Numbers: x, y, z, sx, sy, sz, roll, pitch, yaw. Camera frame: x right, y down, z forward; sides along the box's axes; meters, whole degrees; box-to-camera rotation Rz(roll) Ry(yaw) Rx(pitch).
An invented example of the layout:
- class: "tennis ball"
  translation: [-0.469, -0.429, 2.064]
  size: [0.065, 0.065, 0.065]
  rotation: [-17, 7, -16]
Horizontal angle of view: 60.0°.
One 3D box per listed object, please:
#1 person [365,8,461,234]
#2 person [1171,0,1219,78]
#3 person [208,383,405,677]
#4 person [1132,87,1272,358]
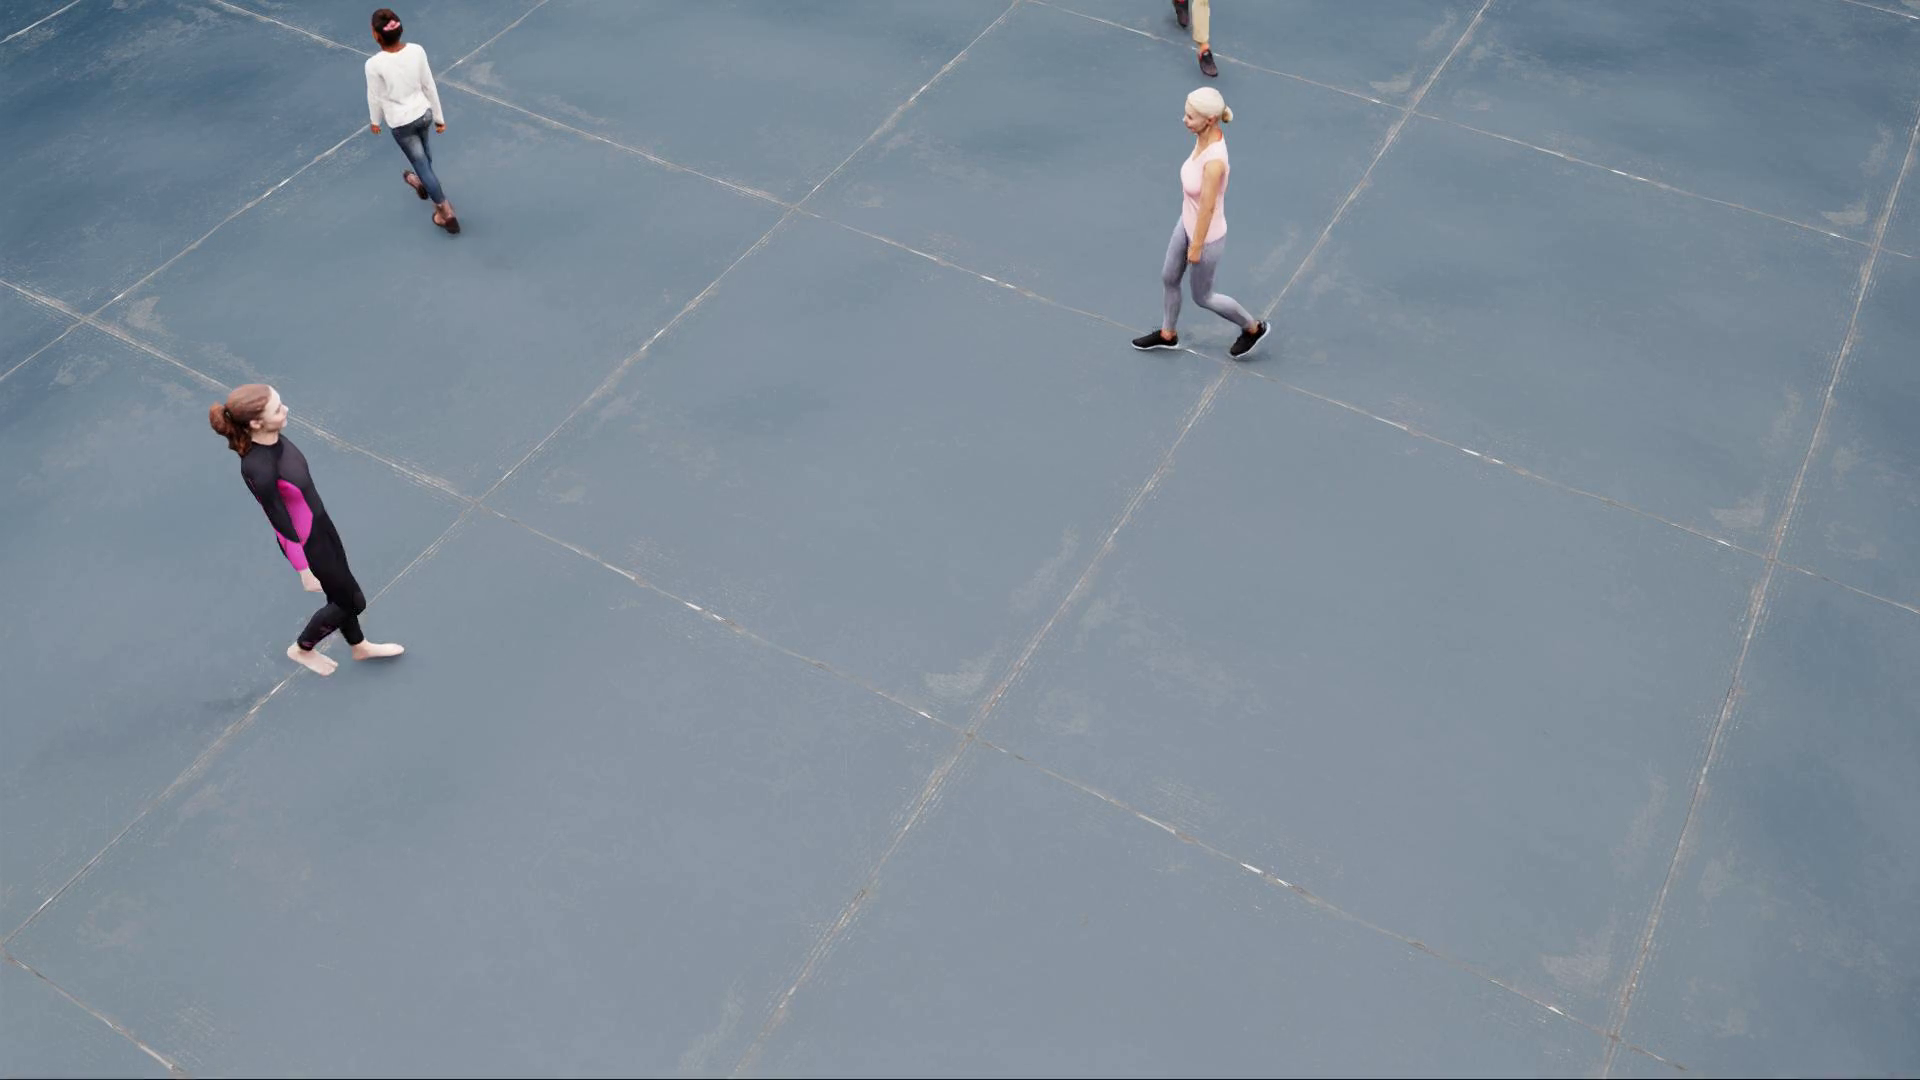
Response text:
- class: "person"
  translation: [-3.224, -2.459, 9.867]
  size: [0.928, 1.429, 0.657]
  rotation: [34, 56, 27]
- class: "person"
  translation: [1.650, -4.131, 11.144]
  size: [1.080, 1.826, 1.217]
  rotation: [-17, 50, -15]
- class: "person"
  translation: [-2.964, 0.008, 7.373]
  size: [0.851, 1.742, 0.790]
  rotation: [-11, 48, -10]
- class: "person"
  translation: [1.379, -1.658, 8.942]
  size: [1.062, 1.700, 0.884]
  rotation: [-2, 47, -2]
